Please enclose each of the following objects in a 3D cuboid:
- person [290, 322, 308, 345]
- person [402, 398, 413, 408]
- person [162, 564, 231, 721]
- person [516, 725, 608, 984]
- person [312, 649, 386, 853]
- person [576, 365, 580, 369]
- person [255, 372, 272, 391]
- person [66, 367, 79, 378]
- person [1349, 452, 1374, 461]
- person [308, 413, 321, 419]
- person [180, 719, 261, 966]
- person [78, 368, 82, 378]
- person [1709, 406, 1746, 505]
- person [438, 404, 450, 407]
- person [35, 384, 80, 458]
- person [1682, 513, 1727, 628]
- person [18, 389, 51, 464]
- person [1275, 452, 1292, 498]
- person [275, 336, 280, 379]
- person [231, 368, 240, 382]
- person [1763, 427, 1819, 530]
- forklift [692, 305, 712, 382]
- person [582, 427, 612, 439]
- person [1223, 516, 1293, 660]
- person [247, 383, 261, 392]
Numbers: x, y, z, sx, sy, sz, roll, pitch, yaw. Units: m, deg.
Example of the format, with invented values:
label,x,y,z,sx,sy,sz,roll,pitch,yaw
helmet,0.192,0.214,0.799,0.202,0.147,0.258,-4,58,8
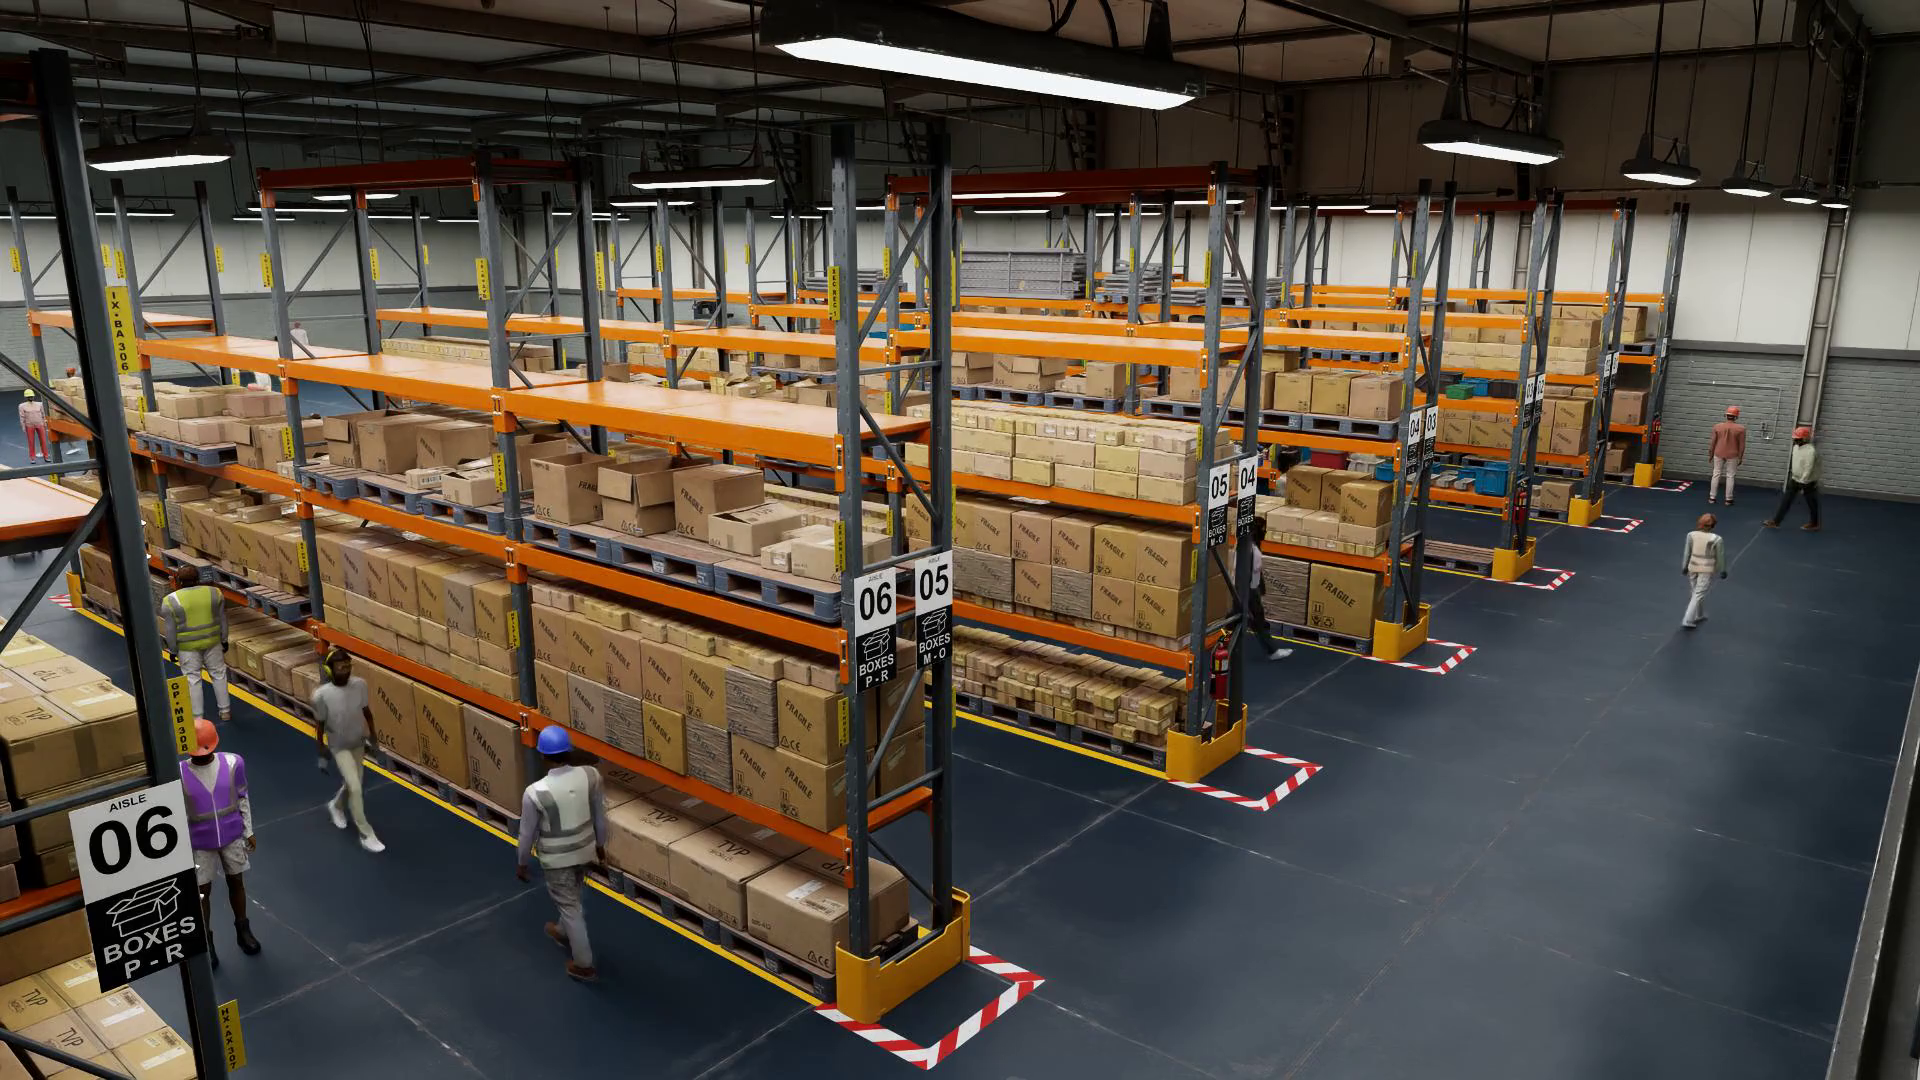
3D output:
label,x,y,z,sx,sy,sz,roll,pitch,yaw
person,-26.679,-7.842,50.913,0.637,1.911,0.403,-3,14,-14
person,-12.054,-2.178,27.616,0.651,1.907,0.409,-5,15,-19
person,-8.474,1.162,14.013,0.429,1.843,0.628,12,18,41
person,-2.994,2.268,9.299,0.896,1.911,0.631,11,17,38
person,-5.510,1.828,11.287,0.875,1.845,0.524,9,16,32
person,-11.266,-4.398,37.342,0.528,1.611,0.371,-2,14,-9
person,-21.191,-4.652,38.449,0.810,1.588,0.514,7,16,28
person,-23.937,-3.743,34.106,0.362,1.883,0.575,-1,14,-3
person,7.325,-1.094,23.314,0.521,1.829,0.652,12,18,41
person,-13.056,-1.671,25.668,0.429,1.844,0.622,3,14,13
person,-5.568,2.237,9.414,0.551,1.923,0.382,-13,19,-42
person,-25.427,-4.413,36.809,0.855,1.916,0.635,3,14,12
person,15.543,-1.718,25.535,0.609,1.996,0.383,12,18,39
person,-15.061,-4.213,36.486,0.757,1.668,0.536,9,17,34
person,-22.392,-2.996,31.060,0.608,1.876,1.005,13,19,42
person,10.356,0.423,17.554,0.664,1.619,0.517,-6,15,-22
person,-22.173,-2.730,30.179,0.312,1.767,0.533,13,19,43
person,5.403,-0.466,20.536,0.619,1.937,0.867,-11,17,-38
person,-25.342,-6.798,47.138,0.835,1.659,0.539,4,14,16
person,-22.193,-4.786,38.396,0.553,1.876,1.018,-4,14,-18
person,15.528,-1.124,23.255,1.002,1.930,0.602,-1,14,-4
forklift,-9.511,-7.392,47.124,1.873,2.768,1.129,11,17,38
person,-7.522,-1.828,26.231,0.631,1.884,1.001,-1,14,-5
person,3.834,0.615,16.186,0.973,1.868,0.626,4,14,17
person,-16.213,-2.632,29.229,0.655,2.030,0.631,1,14,5
